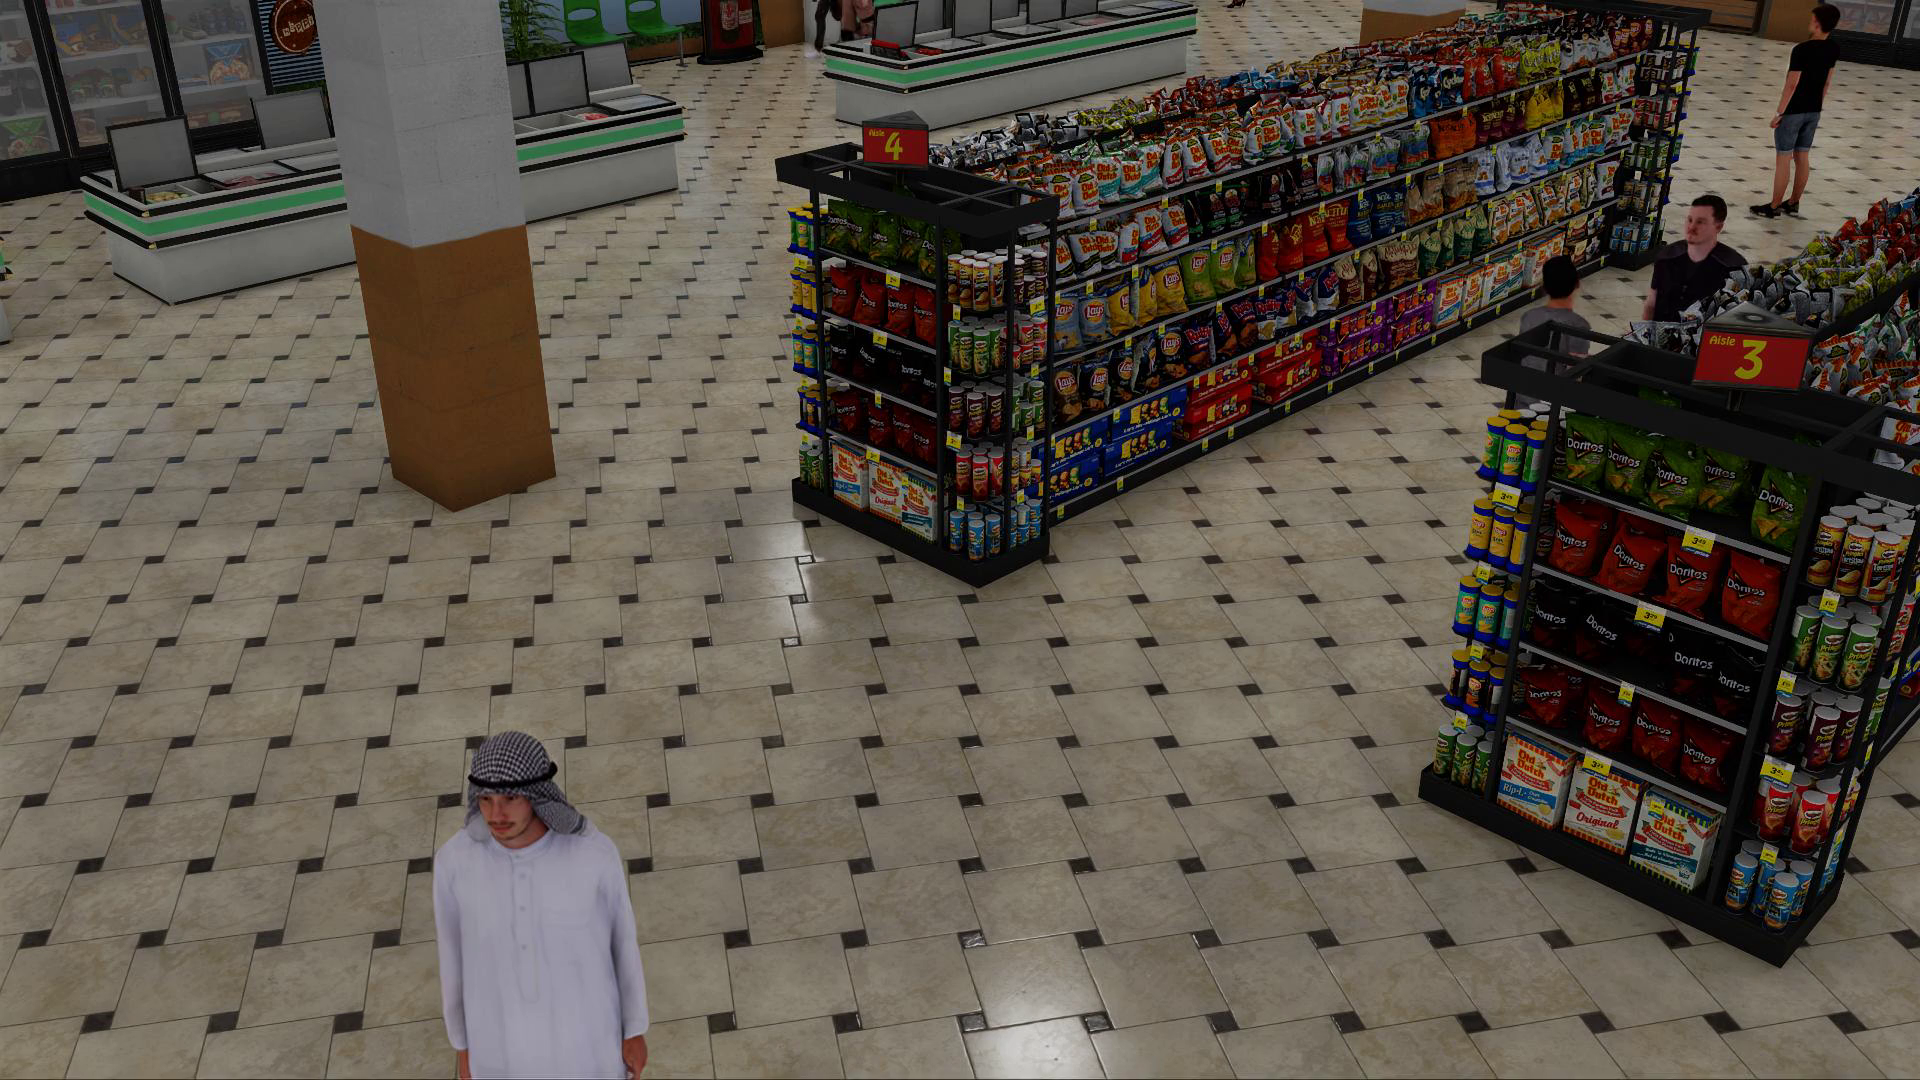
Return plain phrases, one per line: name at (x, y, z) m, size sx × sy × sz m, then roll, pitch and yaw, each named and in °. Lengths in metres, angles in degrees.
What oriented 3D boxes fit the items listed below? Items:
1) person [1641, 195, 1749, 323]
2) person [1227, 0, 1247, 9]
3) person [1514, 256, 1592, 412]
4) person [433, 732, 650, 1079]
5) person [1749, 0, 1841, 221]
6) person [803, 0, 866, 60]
person at (4.039, -0.985, 9.179) m, size 1.149 × 1.817 × 0.744 m, roll -23°, pitch 35°, yaw -37°
person at (4.178, -8.838, 24.703) m, size 0.669 × 1.781 × 0.494 m, roll 19°, pitch 32°, yaw 32°
person at (2.921, -0.528, 8.397) m, size 0.981 × 1.708 × 0.804 m, roll -11°, pitch 29°, yaw -21°
person at (-1.105, 1.335, 4.485) m, size 0.780 × 1.926 × 0.861 m, roll -3°, pitch 27°, yaw -5°
person at (7.398, -3.762, 14.625) m, size 0.646 × 1.844 × 0.790 m, roll -10°, pitch 29°, yaw -20°
person at (-1.541, -6.947, 21.126) m, size 1.245 × 1.645 × 0.838 m, roll -12°, pitch 29°, yaw -22°
